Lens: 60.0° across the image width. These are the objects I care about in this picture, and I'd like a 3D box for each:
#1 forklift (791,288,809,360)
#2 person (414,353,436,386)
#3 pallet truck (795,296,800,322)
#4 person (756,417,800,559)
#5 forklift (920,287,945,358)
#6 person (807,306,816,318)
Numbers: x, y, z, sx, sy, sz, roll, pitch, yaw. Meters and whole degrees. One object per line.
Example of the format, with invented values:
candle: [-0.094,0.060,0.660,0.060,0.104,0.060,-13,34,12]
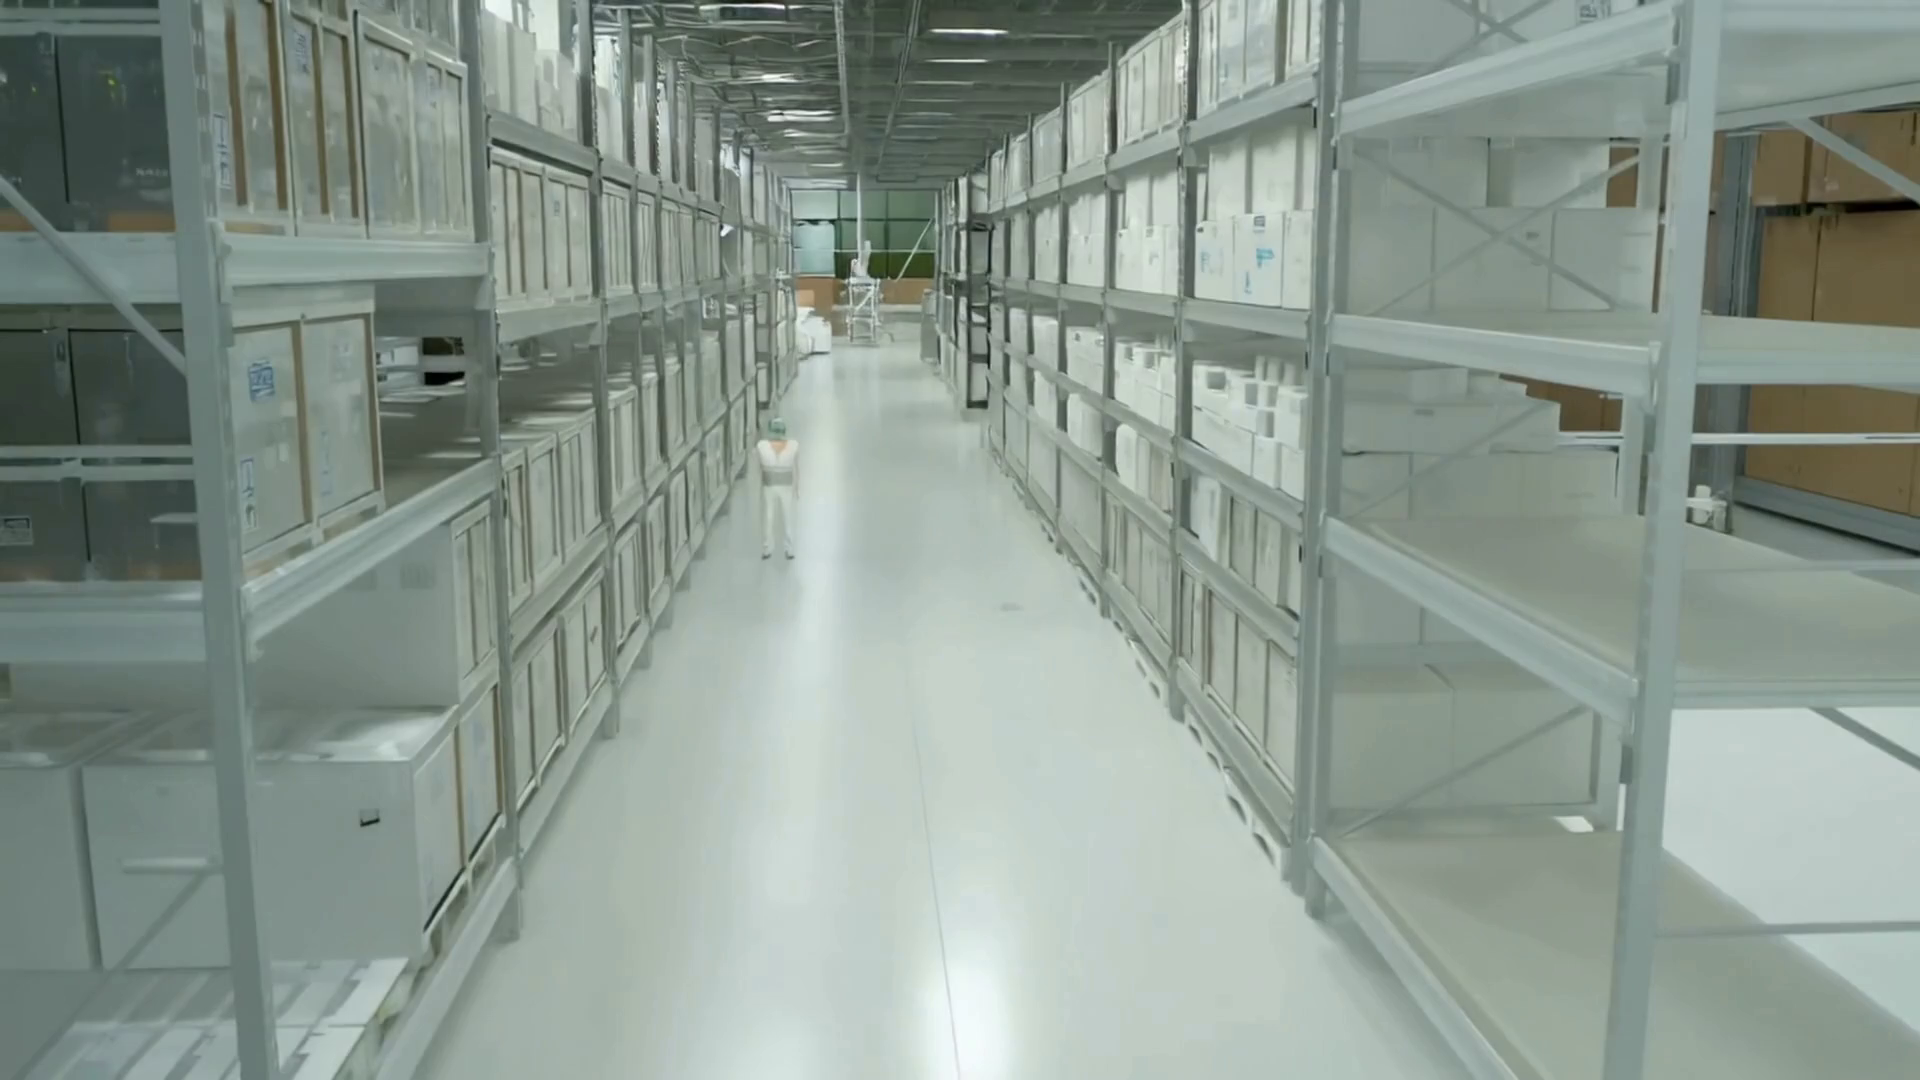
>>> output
forklift: [-6.838,-8.384,64.549,1.129,2.768,1.873,-9,13,-44]
person: [-11.743,-3.121,36.140,0.960,1.867,0.663,1,10,7]
pallet truck: [-8.622,-12.439,91.403,1.885,1.965,0.823,2,10,13]
person: [-2.358,-0.674,21.566,0.567,1.850,0.389,-1,10,-6]
forklift: [-1.018,-8.681,66.324,1.129,2.768,1.873,-1,10,-3]
person: [-6.450,-9.283,72.778,0.542,1.928,0.399,9,13,42]
